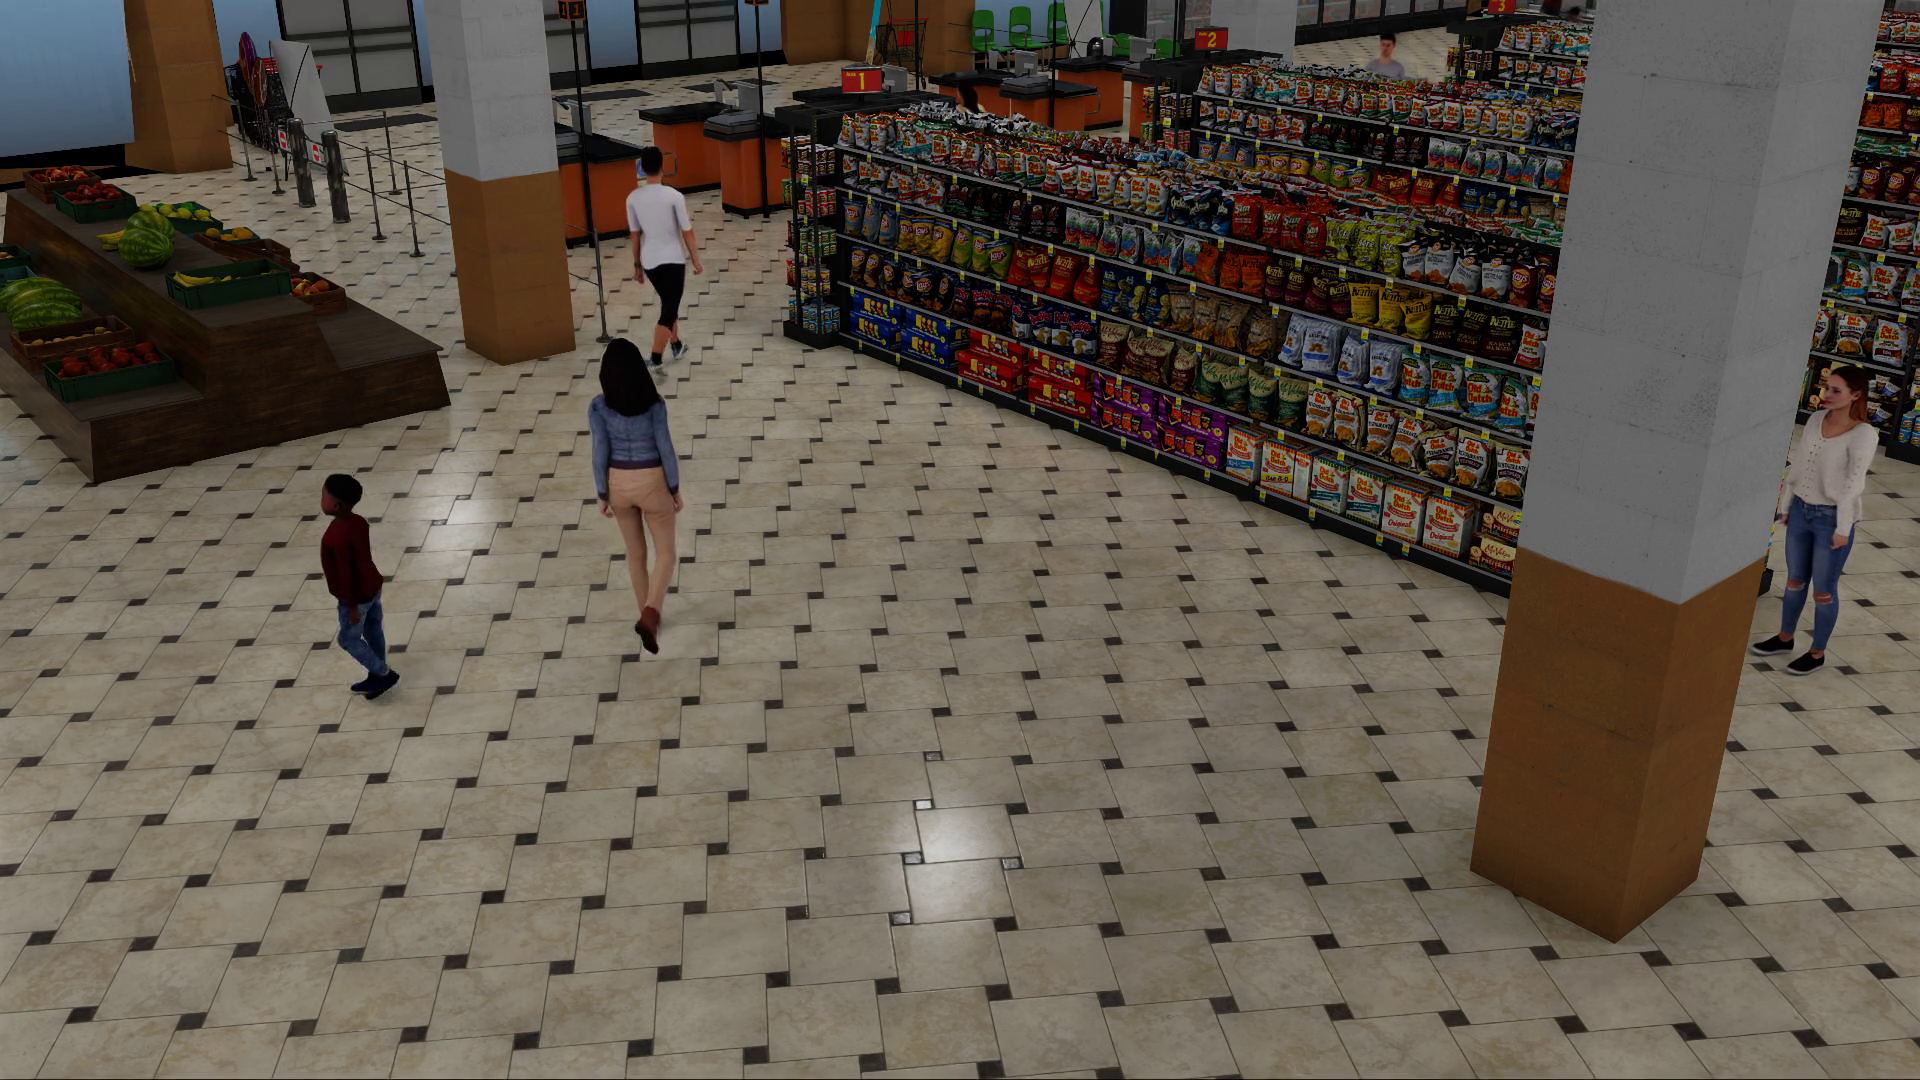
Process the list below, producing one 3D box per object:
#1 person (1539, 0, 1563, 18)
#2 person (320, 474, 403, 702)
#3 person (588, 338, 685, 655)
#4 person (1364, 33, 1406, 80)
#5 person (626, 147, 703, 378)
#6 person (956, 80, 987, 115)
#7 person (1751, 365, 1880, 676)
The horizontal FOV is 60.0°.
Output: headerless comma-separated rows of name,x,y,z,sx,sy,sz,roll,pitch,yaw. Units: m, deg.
person,9.669,-8.276,27.352,0.595,1.787,0.596,-16,28,-32
person,-3.036,0.252,8.531,0.691,1.252,0.631,2,24,5
person,-1.727,-0.207,8.947,0.974,1.759,1.069,0,24,-1
person,5.117,-5.180,20.175,0.769,1.868,0.862,9,25,20
person,-2.417,-2.211,13.448,1.231,1.823,1.172,6,24,14
person,0.076,-4.222,18.284,0.668,1.631,0.610,-12,26,-26
person,4.568,-0.111,8.809,0.743,1.693,0.604,-8,25,-18
